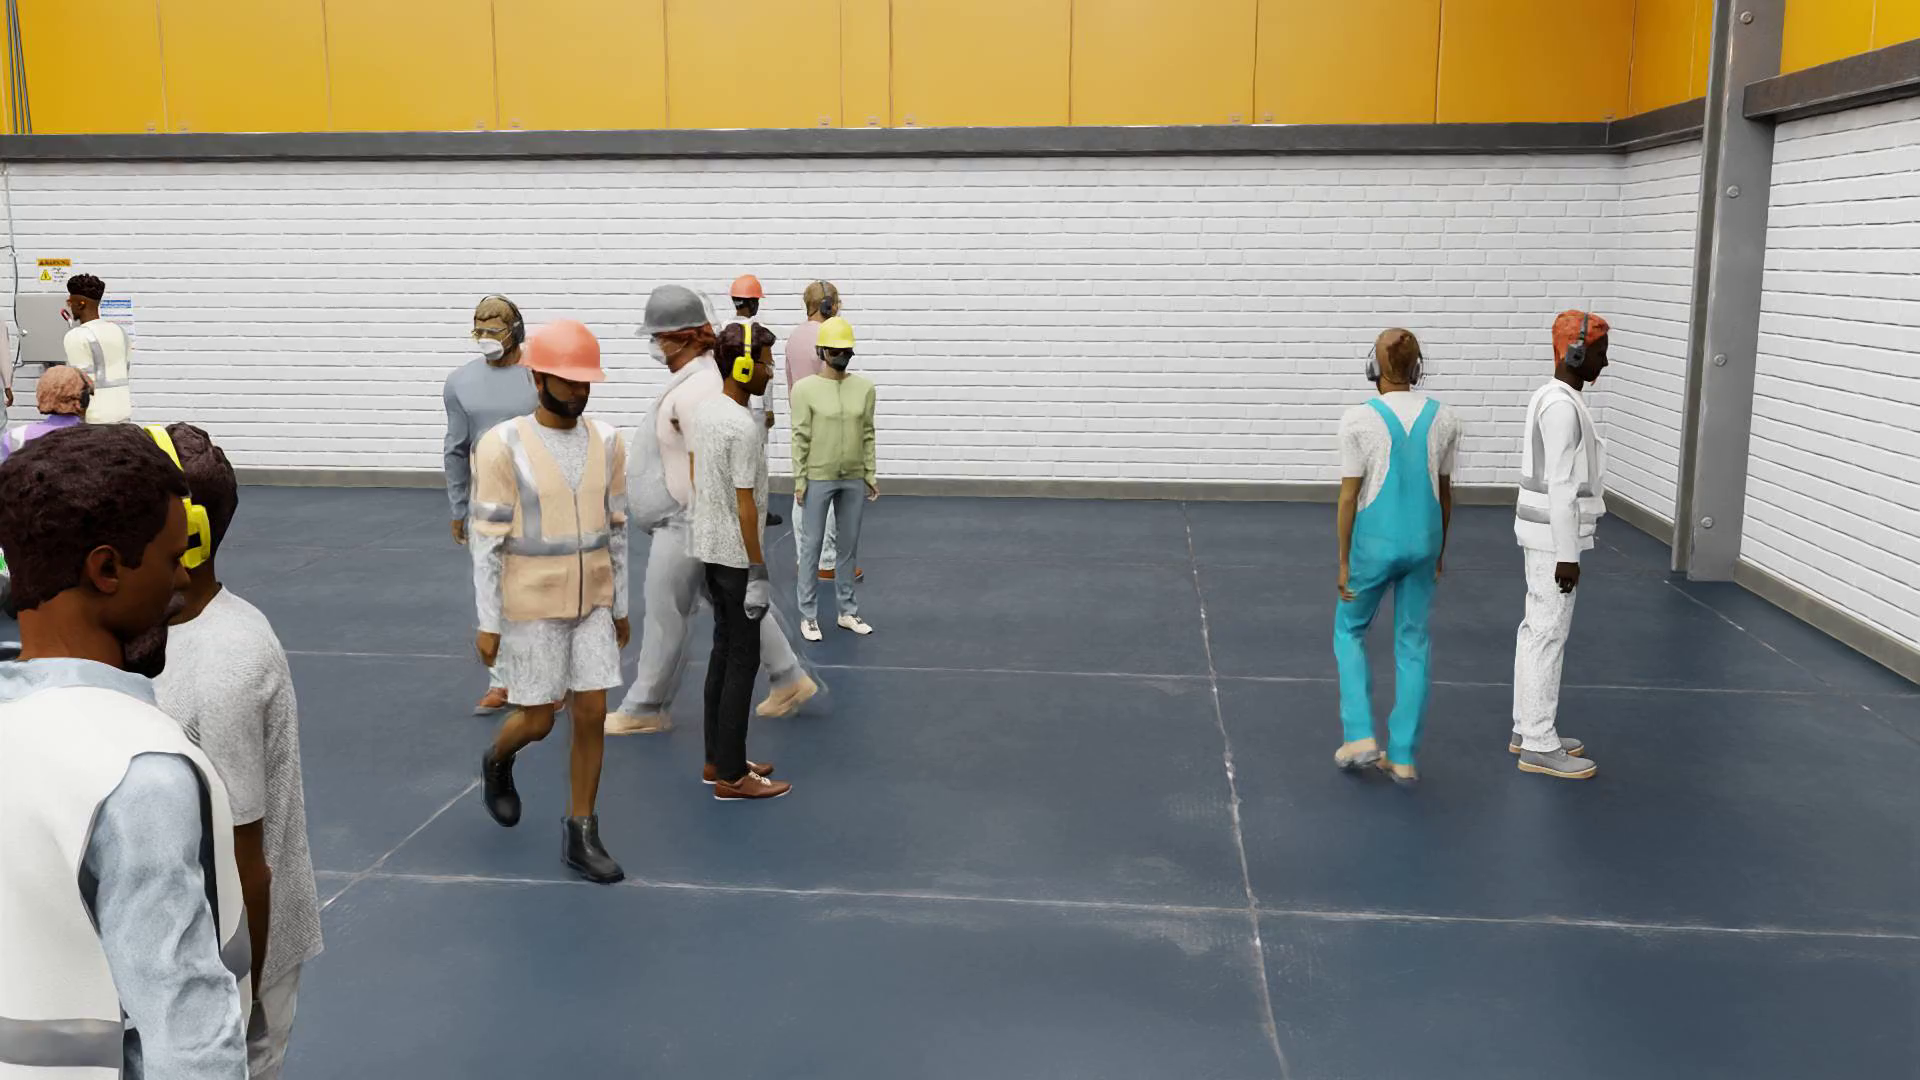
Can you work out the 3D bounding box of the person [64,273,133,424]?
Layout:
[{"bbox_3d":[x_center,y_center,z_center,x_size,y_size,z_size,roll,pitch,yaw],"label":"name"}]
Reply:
[{"bbox_3d":[-5.981,-0.865,11.576,0.371,1.966,0.608,1,10,6],"label":"person"}]

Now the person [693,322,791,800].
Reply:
[{"bbox_3d":[-0.852,0.089,6.448,0.343,1.857,0.526,-5,11,-26],"label":"person"}]

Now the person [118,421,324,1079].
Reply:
[{"bbox_3d":[-1.242,0.724,2.793,0.322,1.860,0.517,-5,11,-26],"label":"person"}]

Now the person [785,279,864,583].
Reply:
[{"bbox_3d":[-0.887,-0.693,10.675,0.373,1.940,0.629,-7,12,-34],"label":"person"}]

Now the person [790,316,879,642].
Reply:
[{"bbox_3d":[-0.676,-0.335,9.117,0.526,1.768,0.331,-6,12,-32],"label":"person"}]

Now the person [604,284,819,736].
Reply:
[{"bbox_3d":[-1.108,-0.155,7.297,0.990,2.000,0.693,-1,10,-3],"label":"person"}]

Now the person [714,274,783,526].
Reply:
[{"bbox_3d":[-1.638,-1.068,12.821,0.545,1.938,0.362,7,12,33],"label":"person"}]

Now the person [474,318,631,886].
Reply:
[{"bbox_3d":[-1.422,0.193,5.698,0.560,1.910,0.701,-9,13,-42],"label":"person"}]

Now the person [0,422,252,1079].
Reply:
[{"bbox_3d":[-1.096,0.805,2.163,0.591,1.915,0.393,8,12,37],"label":"person"}]

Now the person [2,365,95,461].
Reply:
[{"bbox_3d":[-3.887,0.051,7.294,0.528,1.630,0.313,-3,10,-14],"label":"person"}]

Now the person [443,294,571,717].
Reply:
[{"bbox_3d":[-2.043,-0.141,7.591,0.635,1.916,0.381,1,10,7],"label":"person"}]

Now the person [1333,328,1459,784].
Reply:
[{"bbox_3d":[1.732,0.065,6.679,0.510,1.814,0.471,-1,10,-5],"label":"person"}]

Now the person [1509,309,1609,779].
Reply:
[{"bbox_3d":[2.451,0.010,6.796,0.355,1.887,0.574,2,10,13],"label":"person"}]

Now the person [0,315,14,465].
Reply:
[{"bbox_3d":[-8.340,-1.273,14.072,0.602,1.910,0.401,-7,12,-33],"label":"person"}]
